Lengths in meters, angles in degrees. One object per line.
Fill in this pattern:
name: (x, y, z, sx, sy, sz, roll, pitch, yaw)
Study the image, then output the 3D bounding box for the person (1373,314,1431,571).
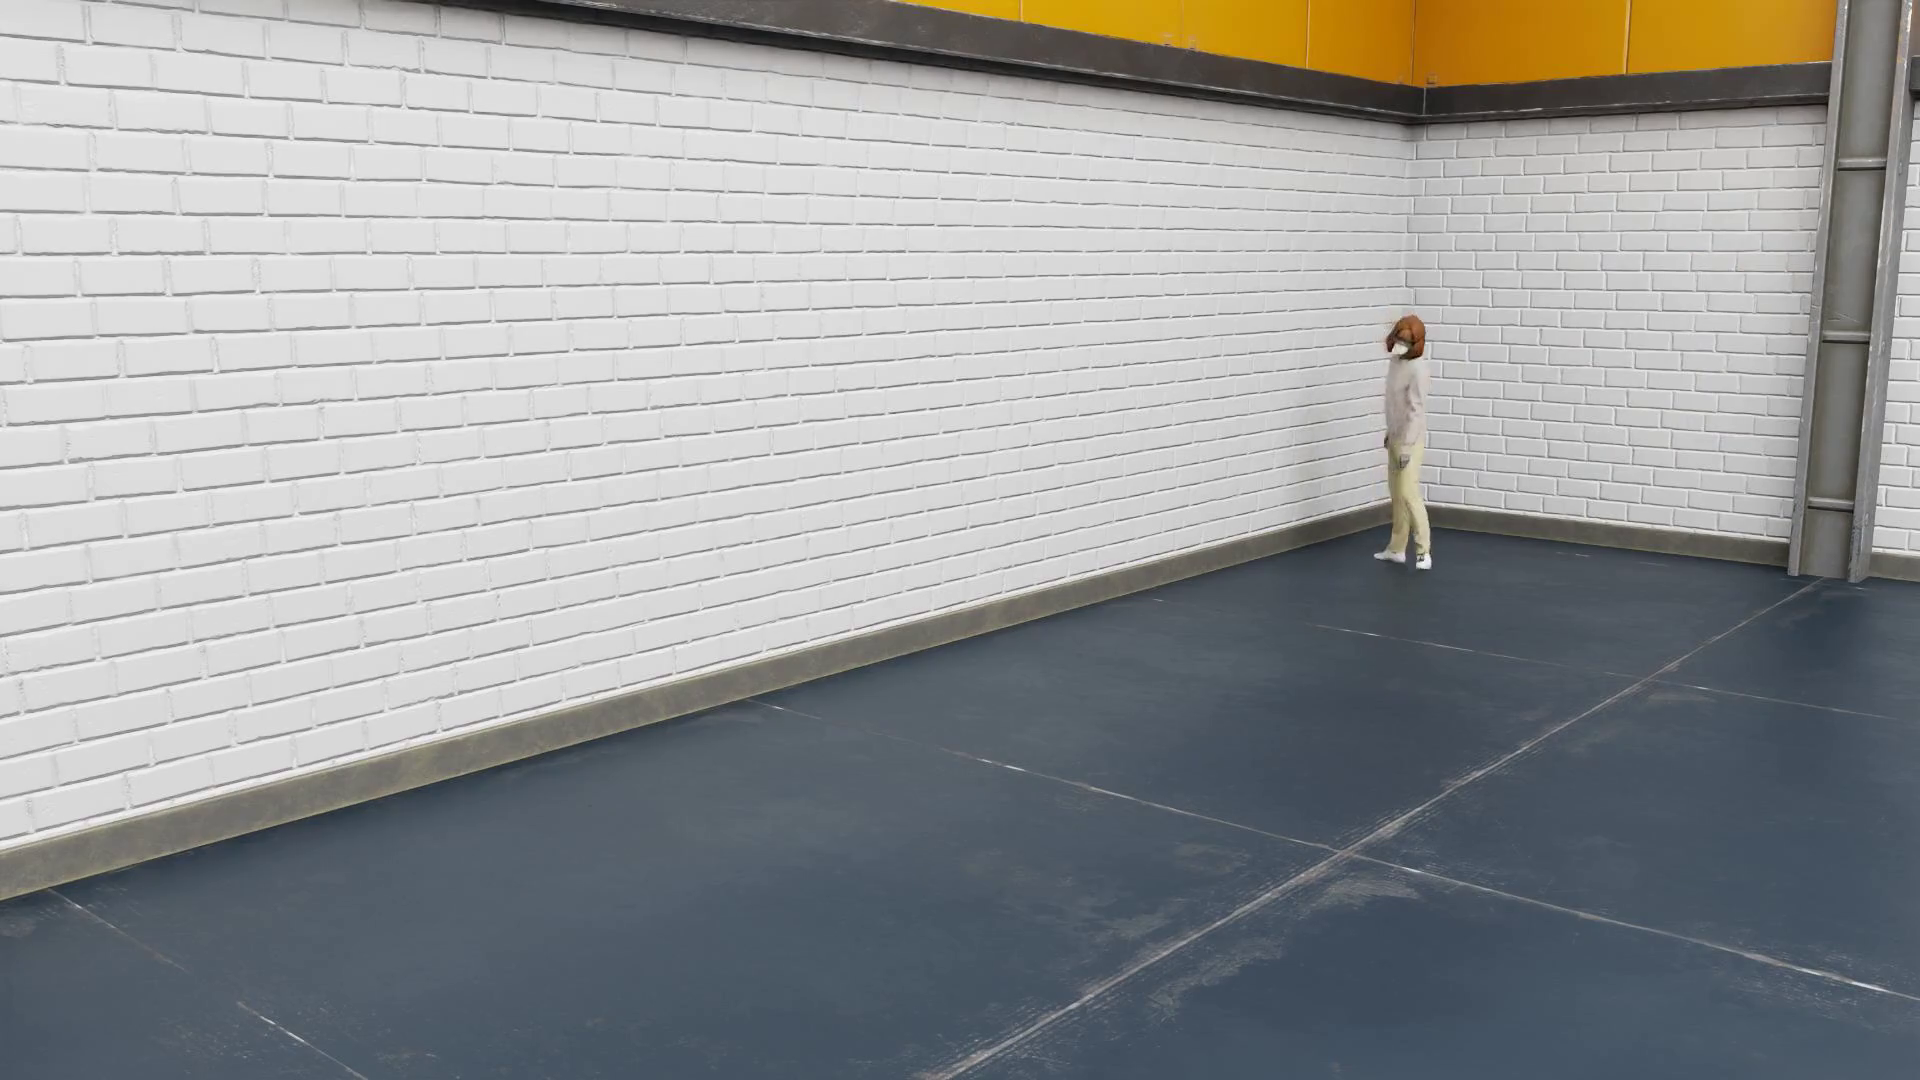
person: (2.808, -0.618, 10.533, 0.320, 1.614, 0.599, -1, 10, -3)
